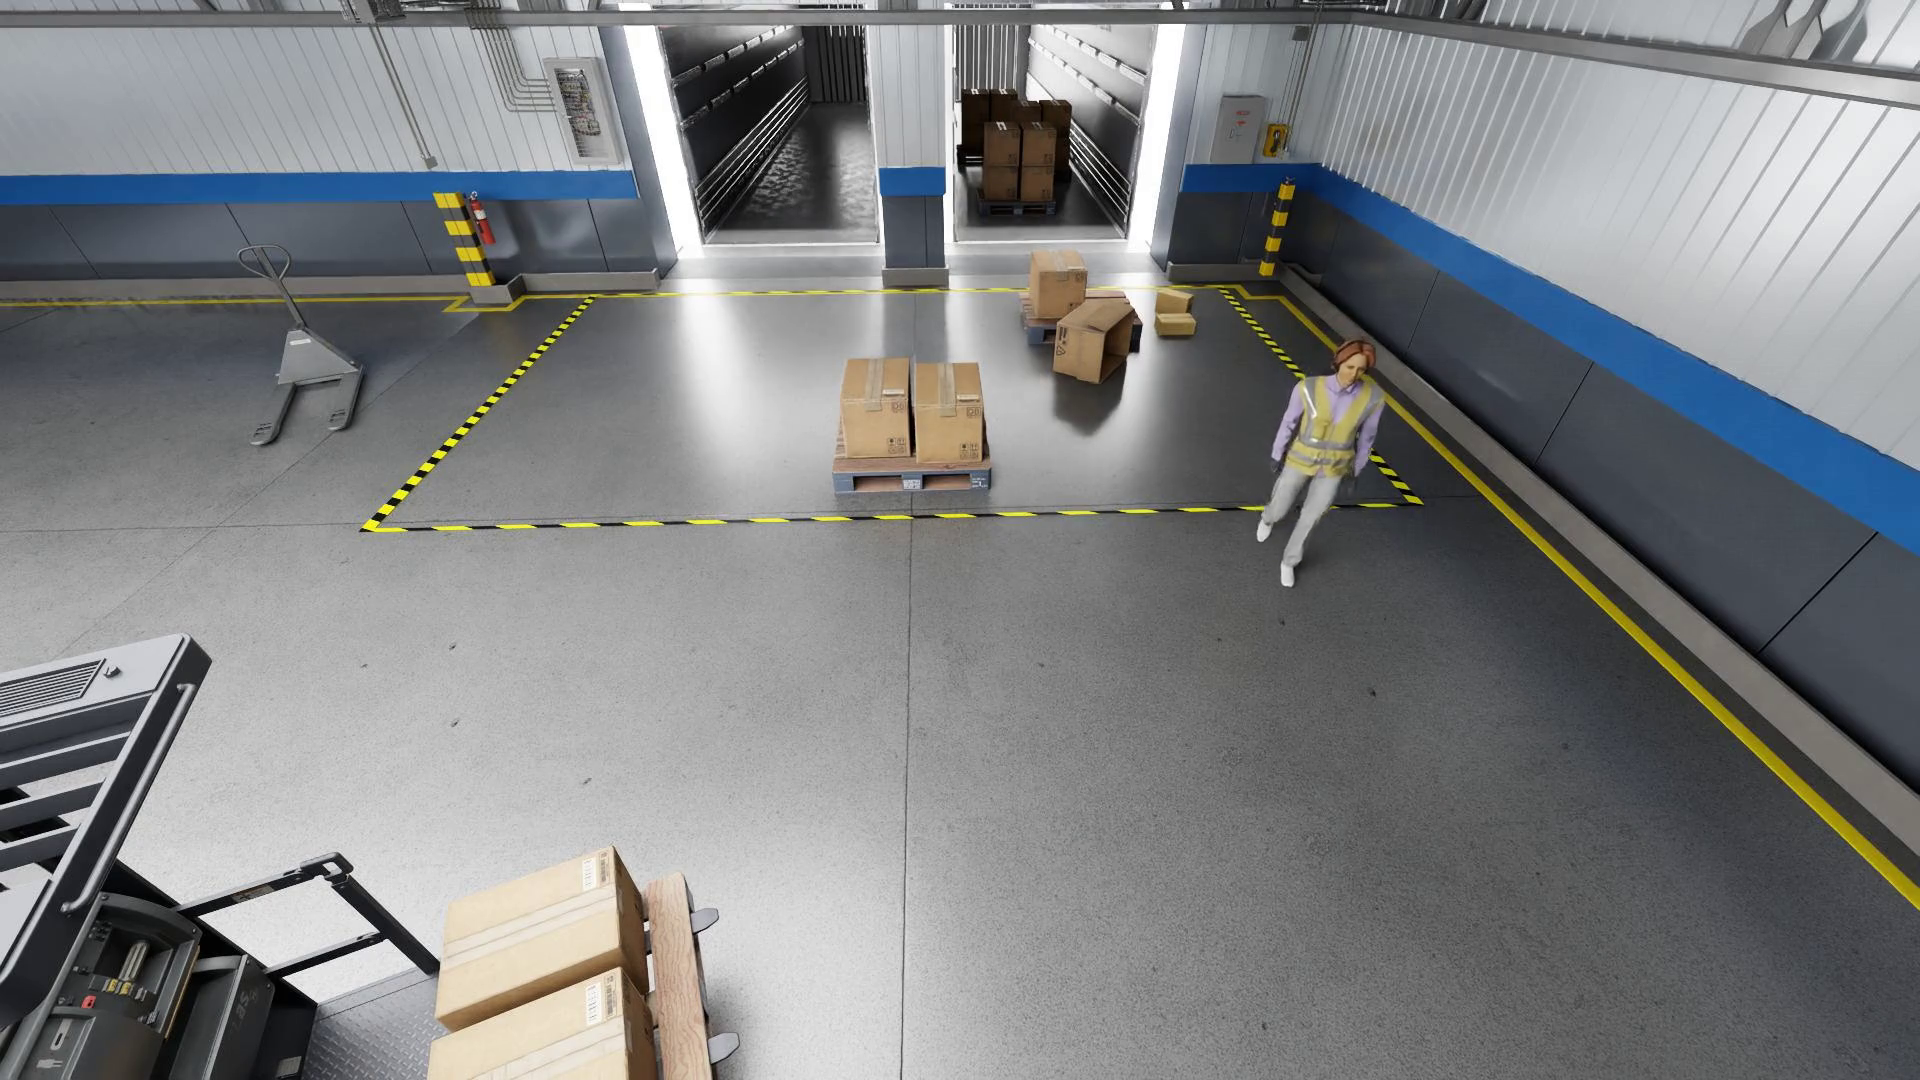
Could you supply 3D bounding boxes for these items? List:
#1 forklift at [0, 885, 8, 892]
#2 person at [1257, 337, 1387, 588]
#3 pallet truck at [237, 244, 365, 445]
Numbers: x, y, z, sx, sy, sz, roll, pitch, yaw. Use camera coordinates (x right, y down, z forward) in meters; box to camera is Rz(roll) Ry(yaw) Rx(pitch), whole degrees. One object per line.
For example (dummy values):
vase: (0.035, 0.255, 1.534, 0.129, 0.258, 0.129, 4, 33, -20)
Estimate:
forklift: (-2.319, 1.487, 1.663, 0.776, 2.013, 0.716, -15, 41, -18)
person: (2.163, -0.480, 4.478, 0.519, 1.619, 0.557, 10, 40, 13)
pallet truck: (-5.915, -1.733, 6.366, 0.680, 1.201, 1.601, -18, 42, -21)
